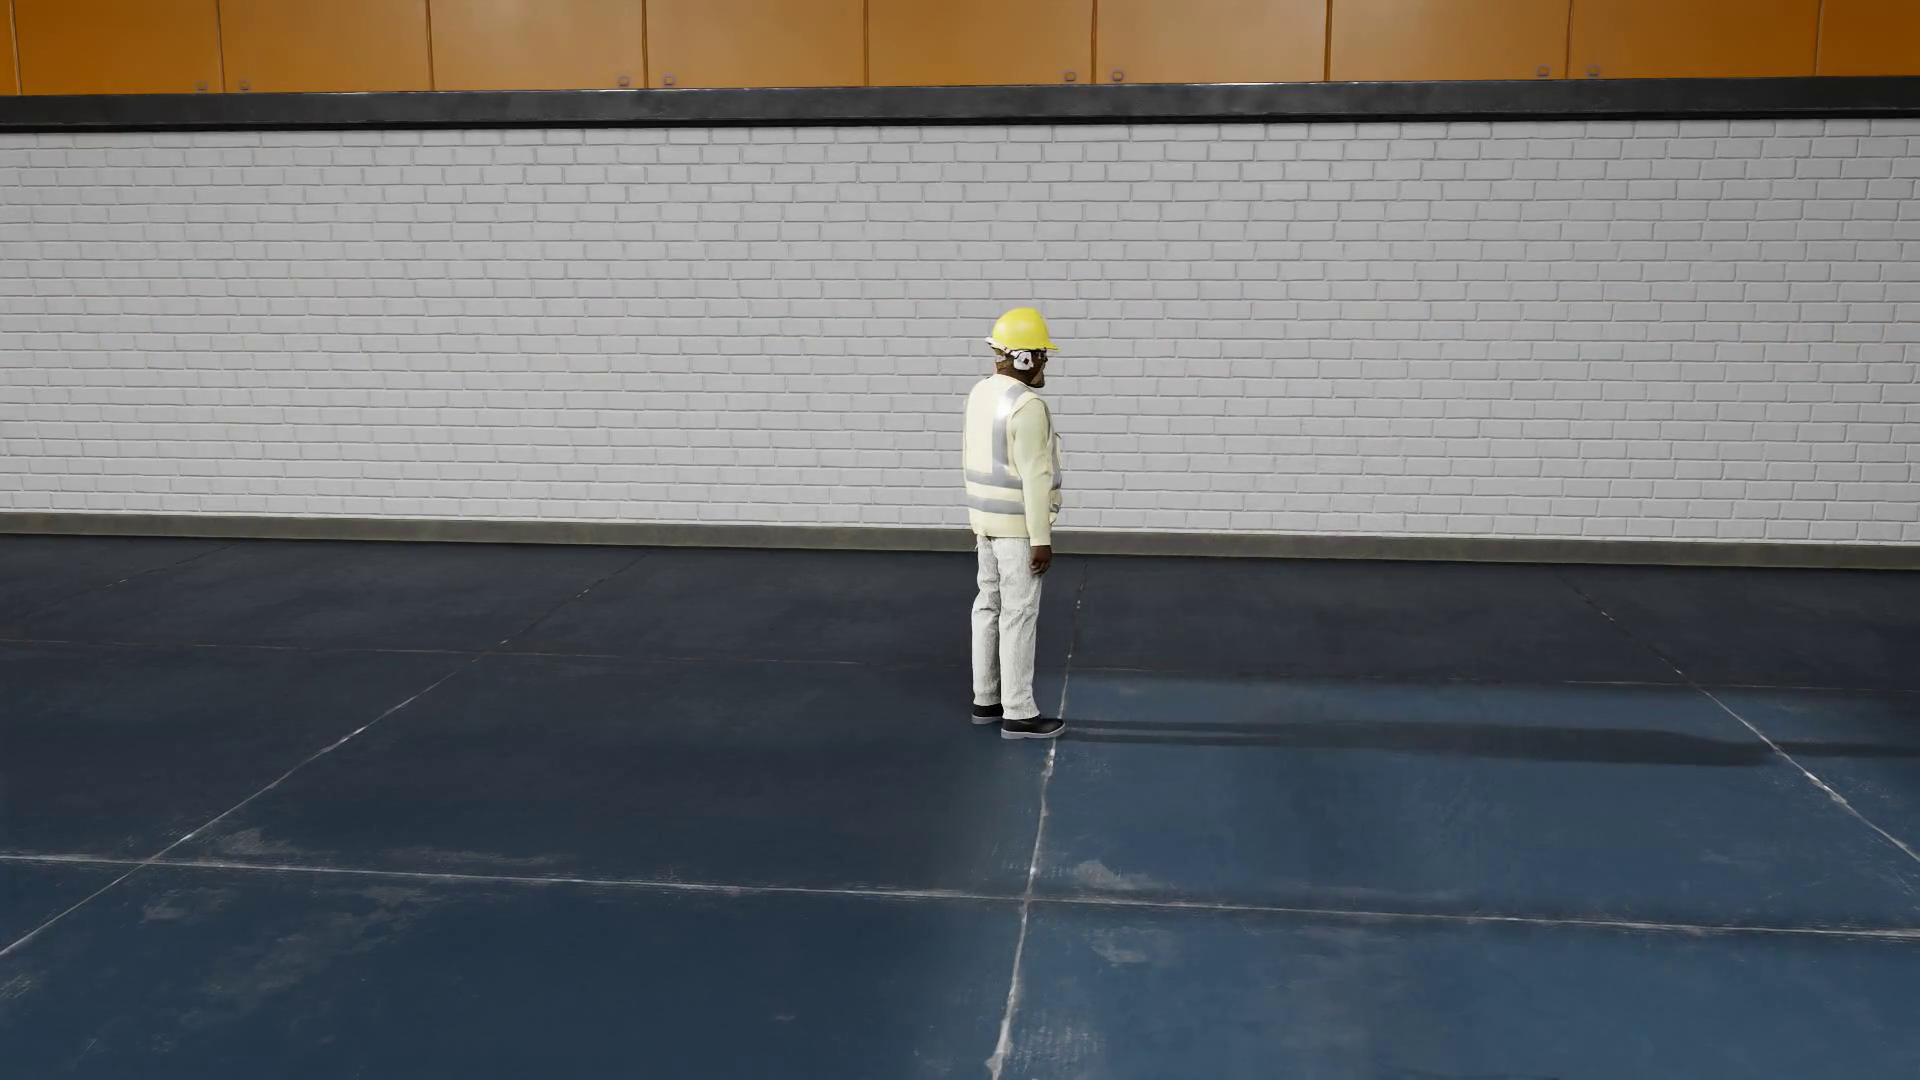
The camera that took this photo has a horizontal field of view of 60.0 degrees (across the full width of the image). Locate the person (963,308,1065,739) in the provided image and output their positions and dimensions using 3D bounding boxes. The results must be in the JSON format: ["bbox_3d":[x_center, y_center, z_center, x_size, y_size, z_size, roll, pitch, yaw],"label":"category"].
[{"bbox_3d":[0.238,-0.073,7.126,0.404,1.829,0.600,-5,11,-26],"label":"person"}]
